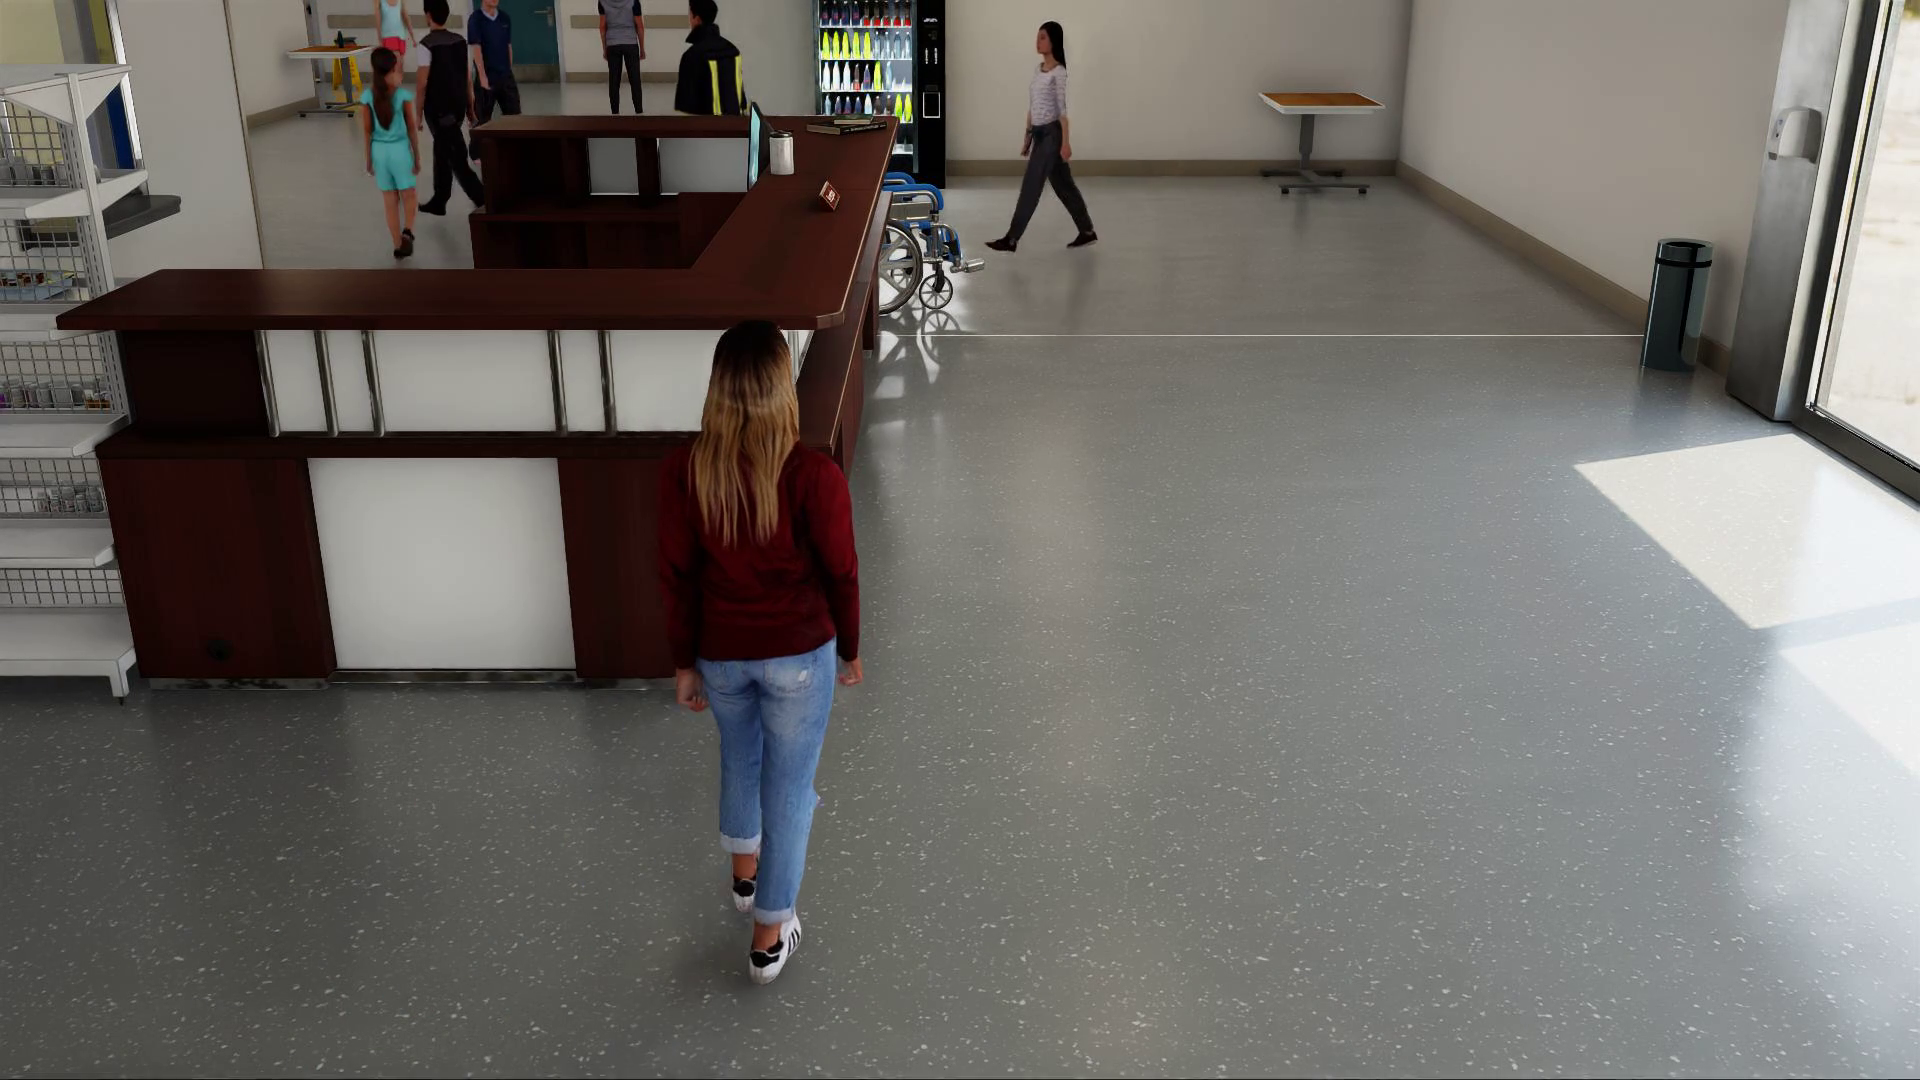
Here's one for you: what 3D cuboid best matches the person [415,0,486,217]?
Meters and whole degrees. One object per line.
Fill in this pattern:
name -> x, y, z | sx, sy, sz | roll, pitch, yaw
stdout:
person -> -4.171, -3.505, 13.716 | 1.273, 1.807, 1.031 | 11, 23, 27

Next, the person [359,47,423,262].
person -> -4.200, -2.821, 12.281 | 0.741, 1.546, 0.686 | -4, 21, -11

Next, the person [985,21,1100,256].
person -> 0.748, -2.958, 12.448 | 1.237, 1.682, 0.897 | -8, 22, -19

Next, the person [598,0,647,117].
person -> -4.093, -5.964, 20.178 | 0.492, 1.830, 0.743 | -1, 21, -2

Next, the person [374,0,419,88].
person -> -7.519, -6.591, 21.947 | 0.833, 1.750, 0.771 | 15, 25, 35

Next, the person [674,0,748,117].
person -> -1.745, -3.032, 12.322 | 1.080, 1.910, 1.017 | 11, 23, 26

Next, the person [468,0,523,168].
person -> -4.673, -4.544, 16.440 | 1.209, 1.822, 1.231 | -18, 27, -39

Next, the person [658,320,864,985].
person -> -0.480, 0.315, 3.905 | 0.729, 1.612, 0.739 | 4, 21, 10
